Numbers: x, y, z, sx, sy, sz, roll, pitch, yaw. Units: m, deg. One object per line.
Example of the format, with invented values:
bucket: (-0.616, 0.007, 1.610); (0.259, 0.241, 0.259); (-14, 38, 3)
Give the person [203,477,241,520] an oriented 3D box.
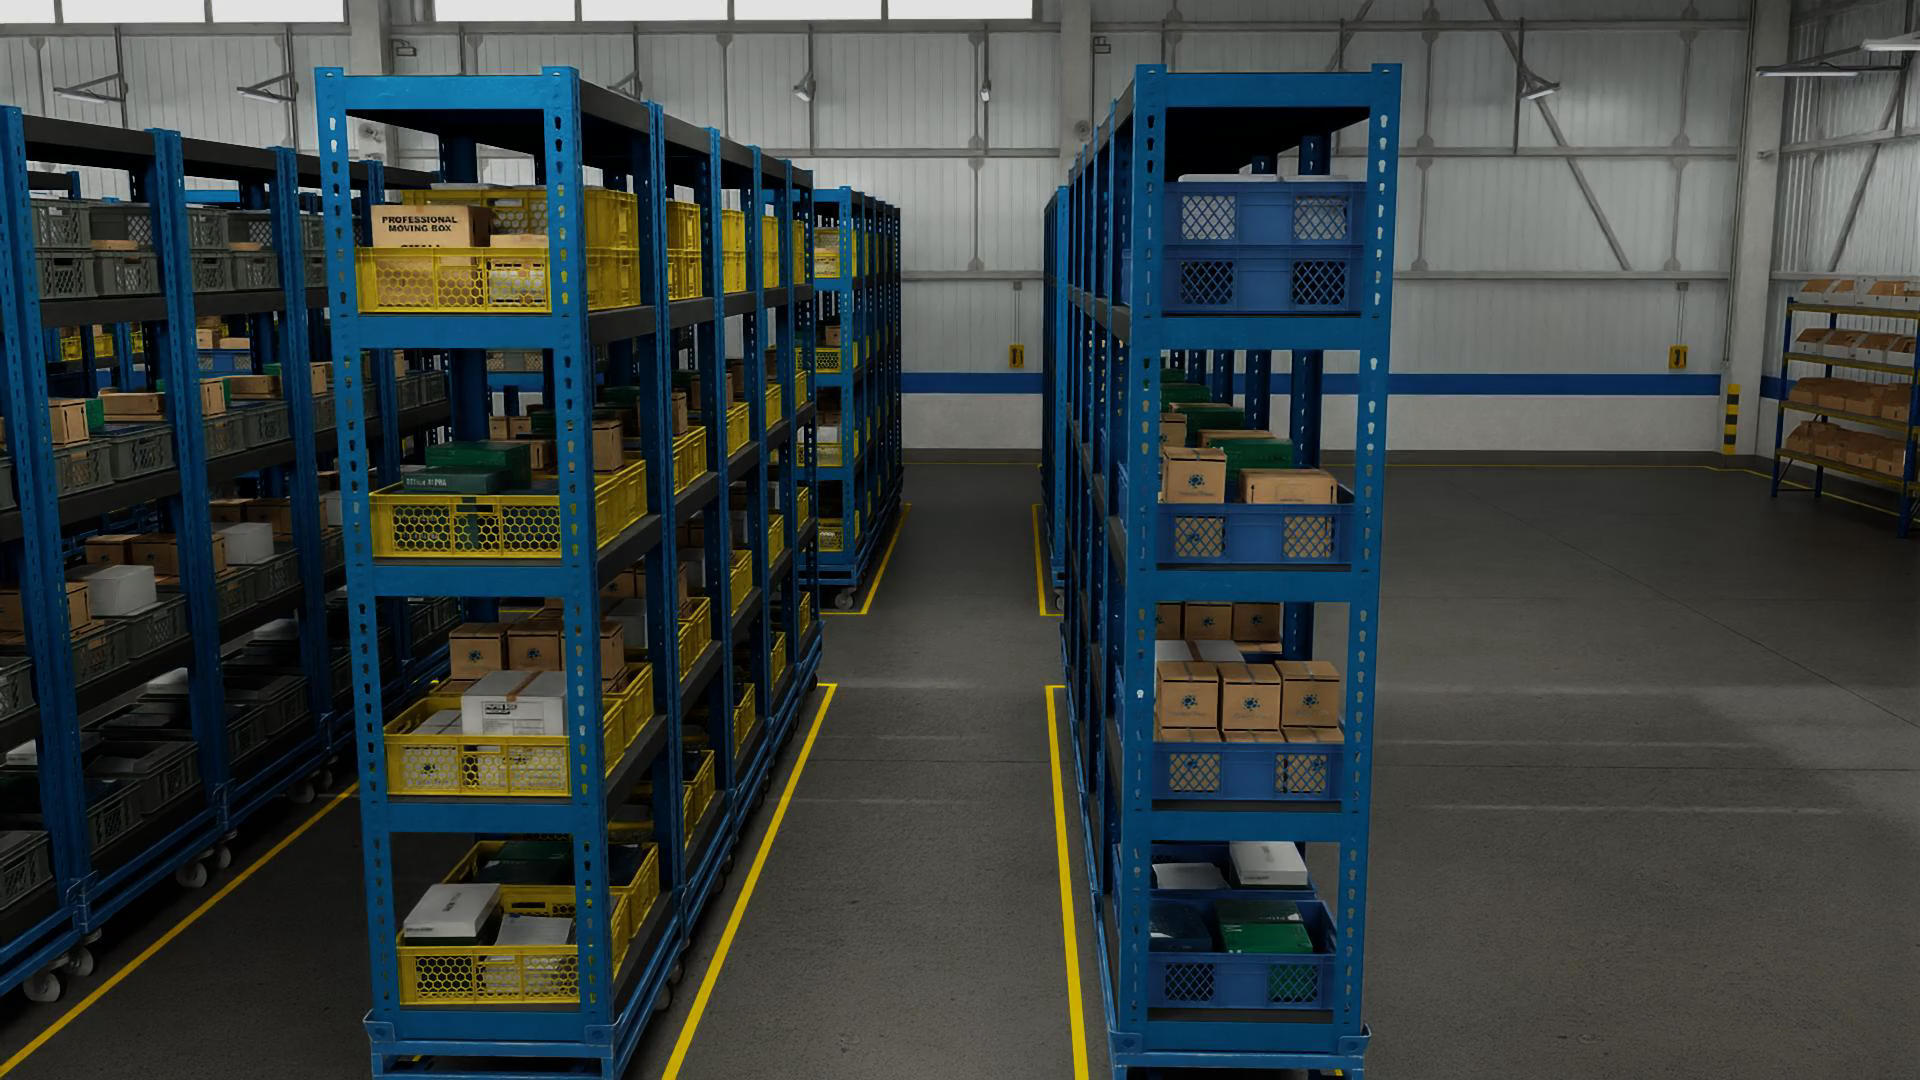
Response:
person: (-7.555, -0.774, 16.758); (0.574, 1.942, 0.806); (-1, 10, -9)
